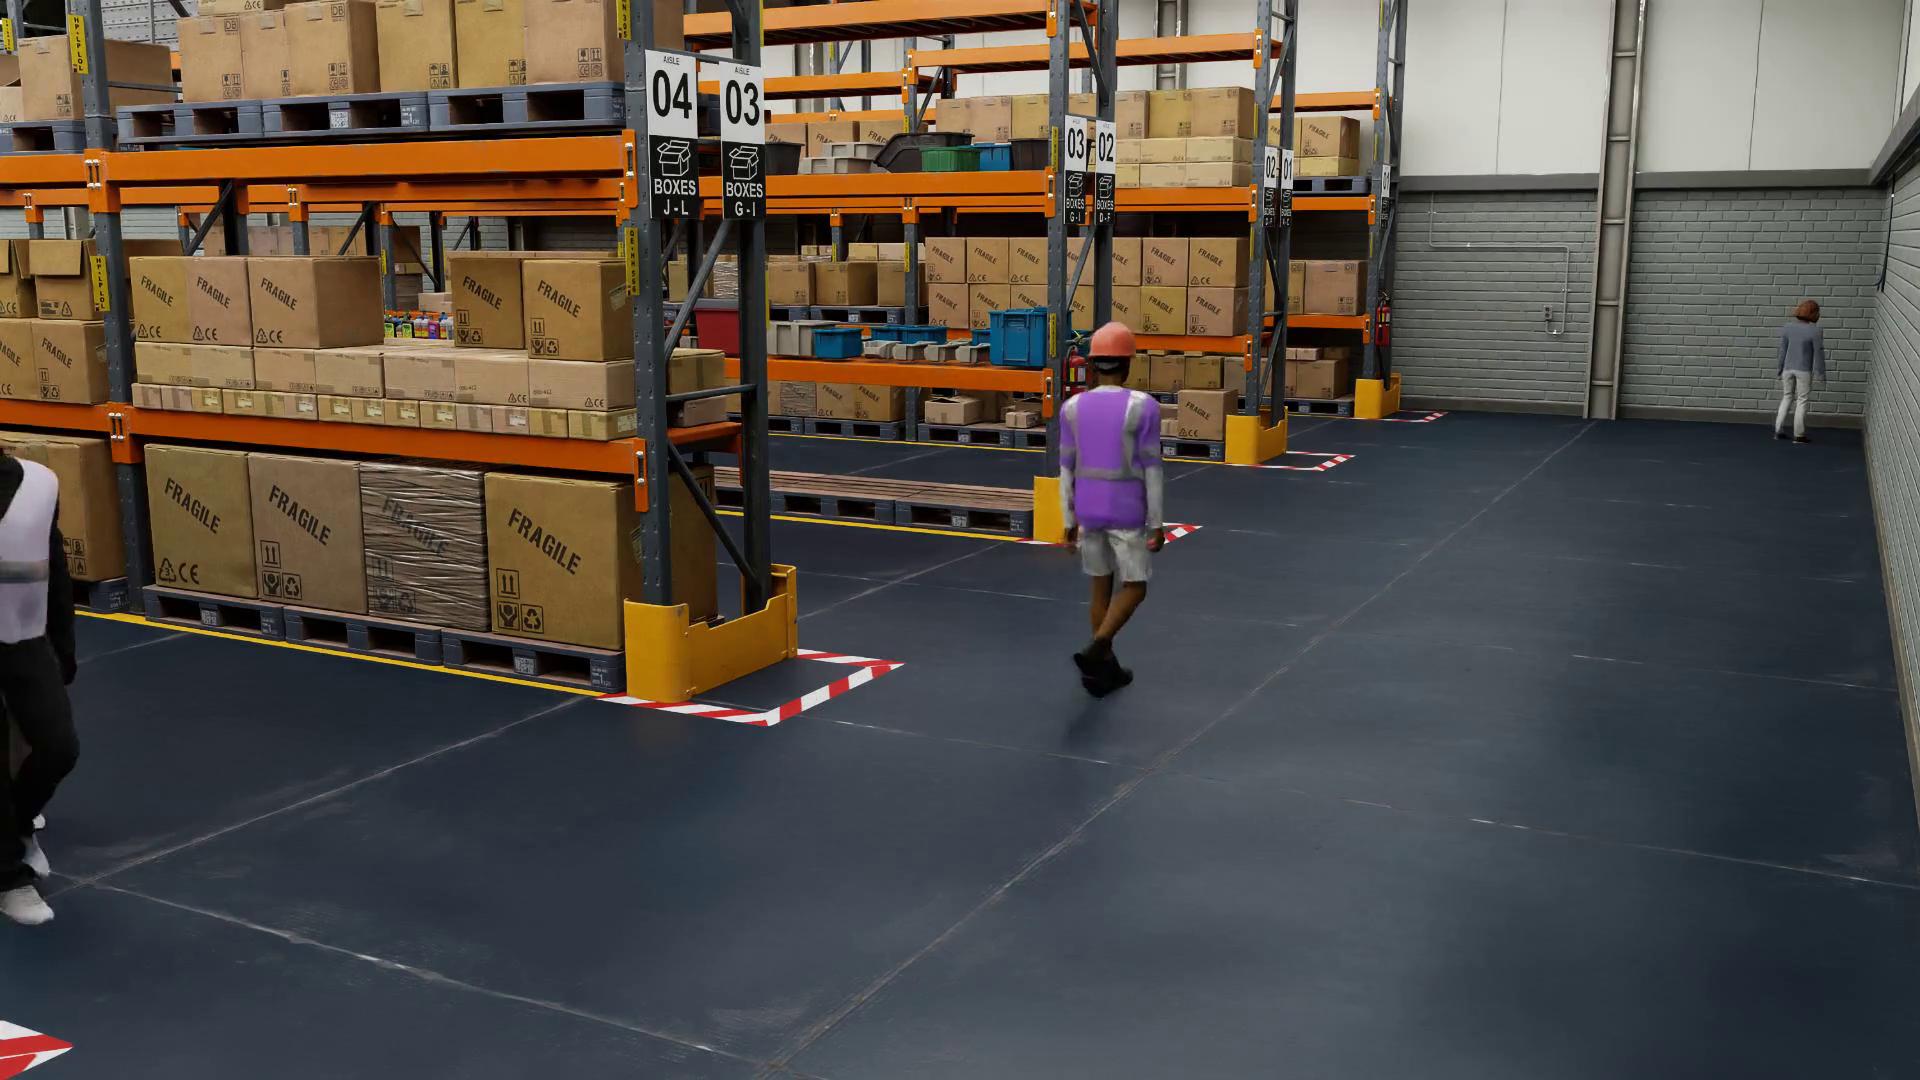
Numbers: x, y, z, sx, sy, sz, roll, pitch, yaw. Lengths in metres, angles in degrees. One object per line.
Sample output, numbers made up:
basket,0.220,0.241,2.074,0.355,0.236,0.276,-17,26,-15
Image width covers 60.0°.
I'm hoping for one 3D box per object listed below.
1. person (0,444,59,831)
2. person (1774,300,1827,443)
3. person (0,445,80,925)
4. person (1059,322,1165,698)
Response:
person,-3.776,0.361,6.515,0.519,1.629,0.368,-9,14,-40
person,9.541,-1.906,18.877,0.326,1.626,0.547,-5,12,-25
person,-3.313,0.374,5.685,0.458,1.903,0.596,7,12,33
person,0.733,-0.130,8.380,0.565,1.920,0.675,6,12,30
